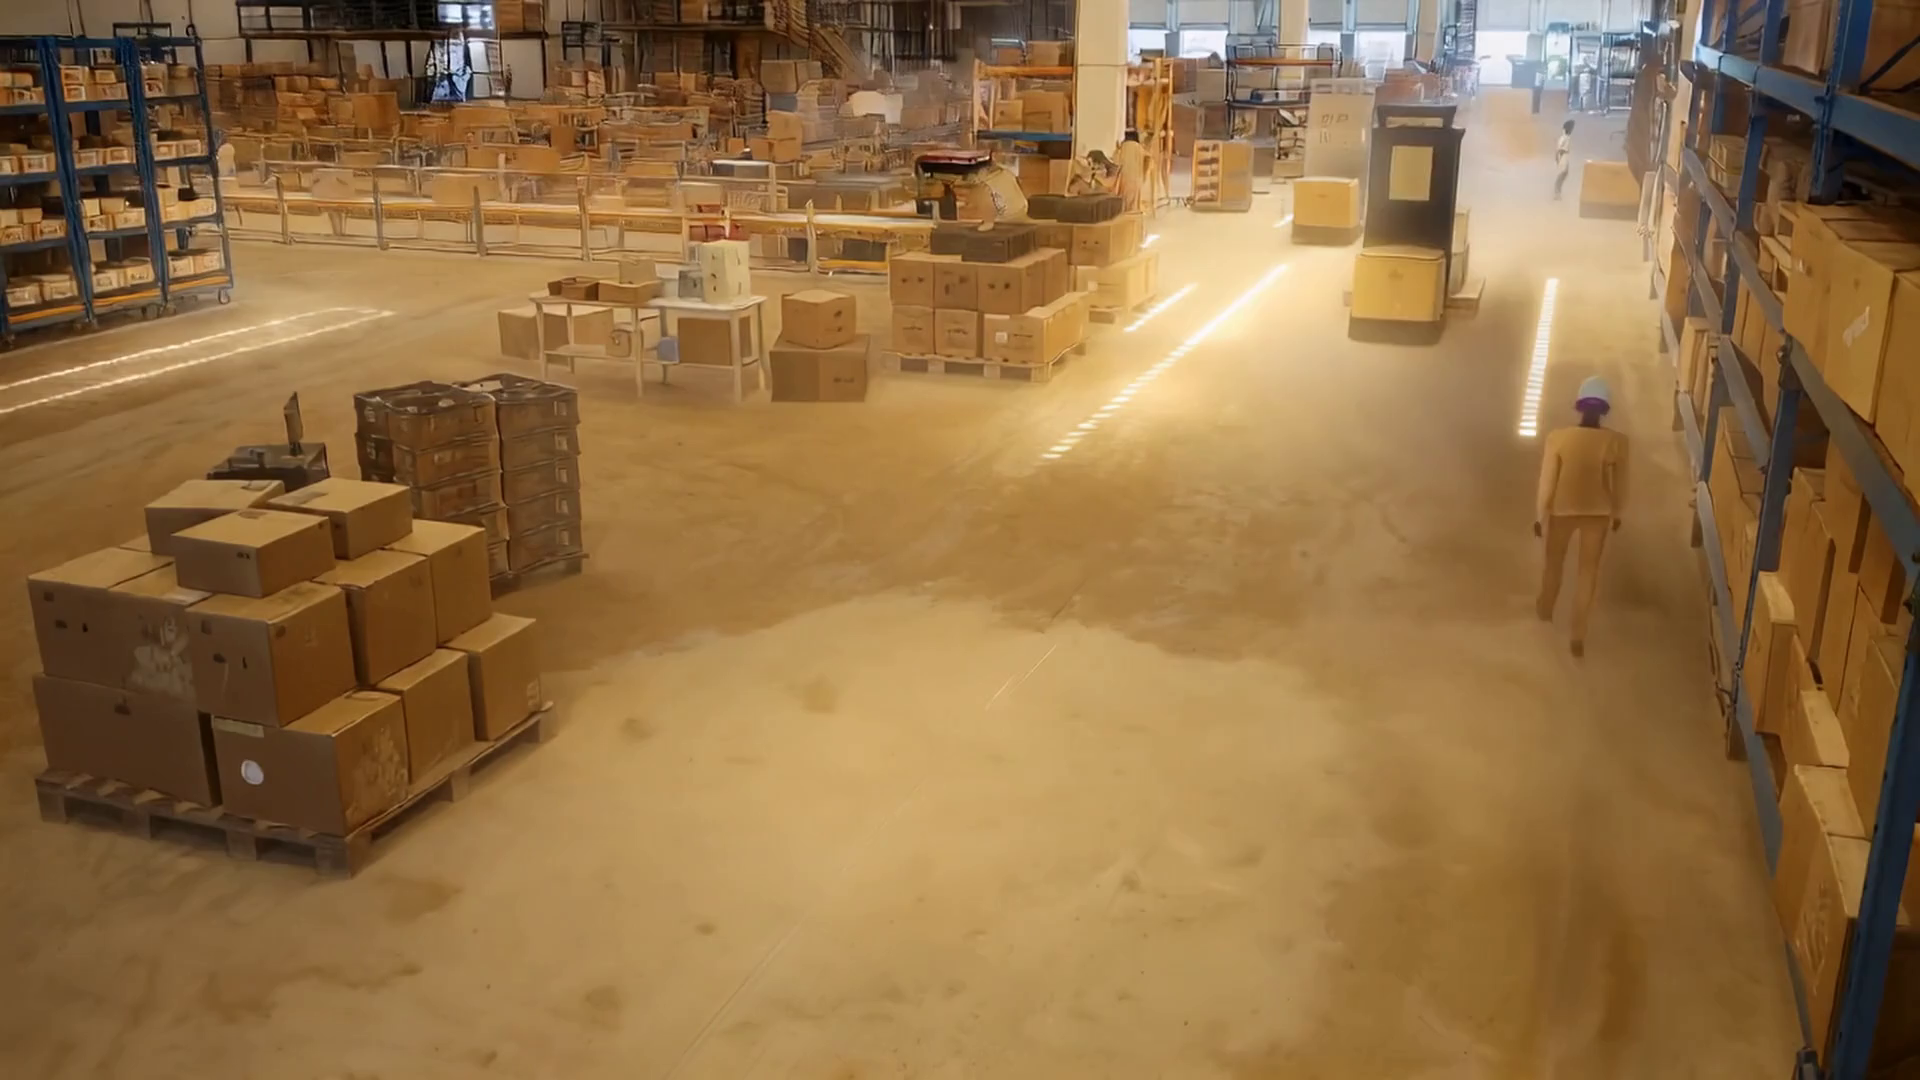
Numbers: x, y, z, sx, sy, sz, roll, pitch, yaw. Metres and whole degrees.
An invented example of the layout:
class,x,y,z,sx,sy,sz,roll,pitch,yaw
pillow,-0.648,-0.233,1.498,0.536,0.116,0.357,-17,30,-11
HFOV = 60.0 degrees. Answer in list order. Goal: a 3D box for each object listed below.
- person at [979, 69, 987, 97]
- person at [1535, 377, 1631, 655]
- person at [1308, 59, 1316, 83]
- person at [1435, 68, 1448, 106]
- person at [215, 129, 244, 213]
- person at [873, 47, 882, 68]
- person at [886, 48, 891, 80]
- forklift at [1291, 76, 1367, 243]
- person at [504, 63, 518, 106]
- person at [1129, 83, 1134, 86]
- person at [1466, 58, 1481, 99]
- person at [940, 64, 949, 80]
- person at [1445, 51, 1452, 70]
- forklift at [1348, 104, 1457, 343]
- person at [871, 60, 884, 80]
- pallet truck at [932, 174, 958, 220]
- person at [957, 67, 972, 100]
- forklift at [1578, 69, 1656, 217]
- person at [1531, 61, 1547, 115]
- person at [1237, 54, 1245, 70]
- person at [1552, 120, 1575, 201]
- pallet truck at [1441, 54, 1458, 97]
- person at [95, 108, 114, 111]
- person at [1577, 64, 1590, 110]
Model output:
class,x,y,z,sx,sy,sz,roll,pitch,yaw
person,0.929,-17.350,64.538,0.784,1.740,0.528,13,22,36
person,3.968,-0.196,10.650,0.545,1.724,0.890,5,18,16
person,19.727,-26.628,93.279,0.408,1.982,0.614,7,19,20
person,18.315,-17.068,63.459,0.653,1.846,0.550,-5,18,-14
person,-14.036,-6.977,31.886,0.324,1.767,0.533,3,18,9
person,-4.755,-27.628,96.541,0.614,1.917,0.945,-7,19,-22
person,-4.027,-27.319,95.647,0.415,1.867,0.583,0,18,1
forklift,6.598,-6.755,29.381,1.129,2.768,1.873,6,19,19
person,-19.286,-19.497,71.157,0.688,1.810,0.534,5,18,16
person,5.631,-14.337,55.253,0.501,1.615,0.652,6,19,18
person,23.699,-21.288,76.779,0.656,1.809,0.817,3,18,9
person,-0.640,-18.121,66.685,0.453,1.898,0.620,2,18,5
person,25.626,-24.767,87.560,0.484,1.906,0.616,12,21,34
forklift,5.559,-3.981,20.665,1.129,2.768,1.873,6,19,19
person,-3.446,-19.106,69.685,0.642,1.954,0.442,-8,20,-25
pallet truck,-0.507,-5.292,27.348,0.653,1.274,1.630,6,19,19
person,0.123,-16.984,63.137,0.682,1.890,0.438,-2,18,-6
forklift,13.219,-7.740,32.475,1.873,2.768,1.129,6,19,18
person,22.683,-17.686,65.088,0.537,2.000,0.682,1,18,3
person,13.895,-23.334,83.078,0.974,1.890,0.555,-7,19,-20
person,12.955,-8.138,35.665,0.389,1.686,0.542,12,21,34
pallet truck,22.765,-21.886,78.355,0.823,1.965,1.885,-4,18,-14
person,-24.880,-12.308,48.296,0.710,1.979,0.655,5,18,16
person,24.795,-17.952,66.184,0.574,1.882,0.358,-14,22,-37
